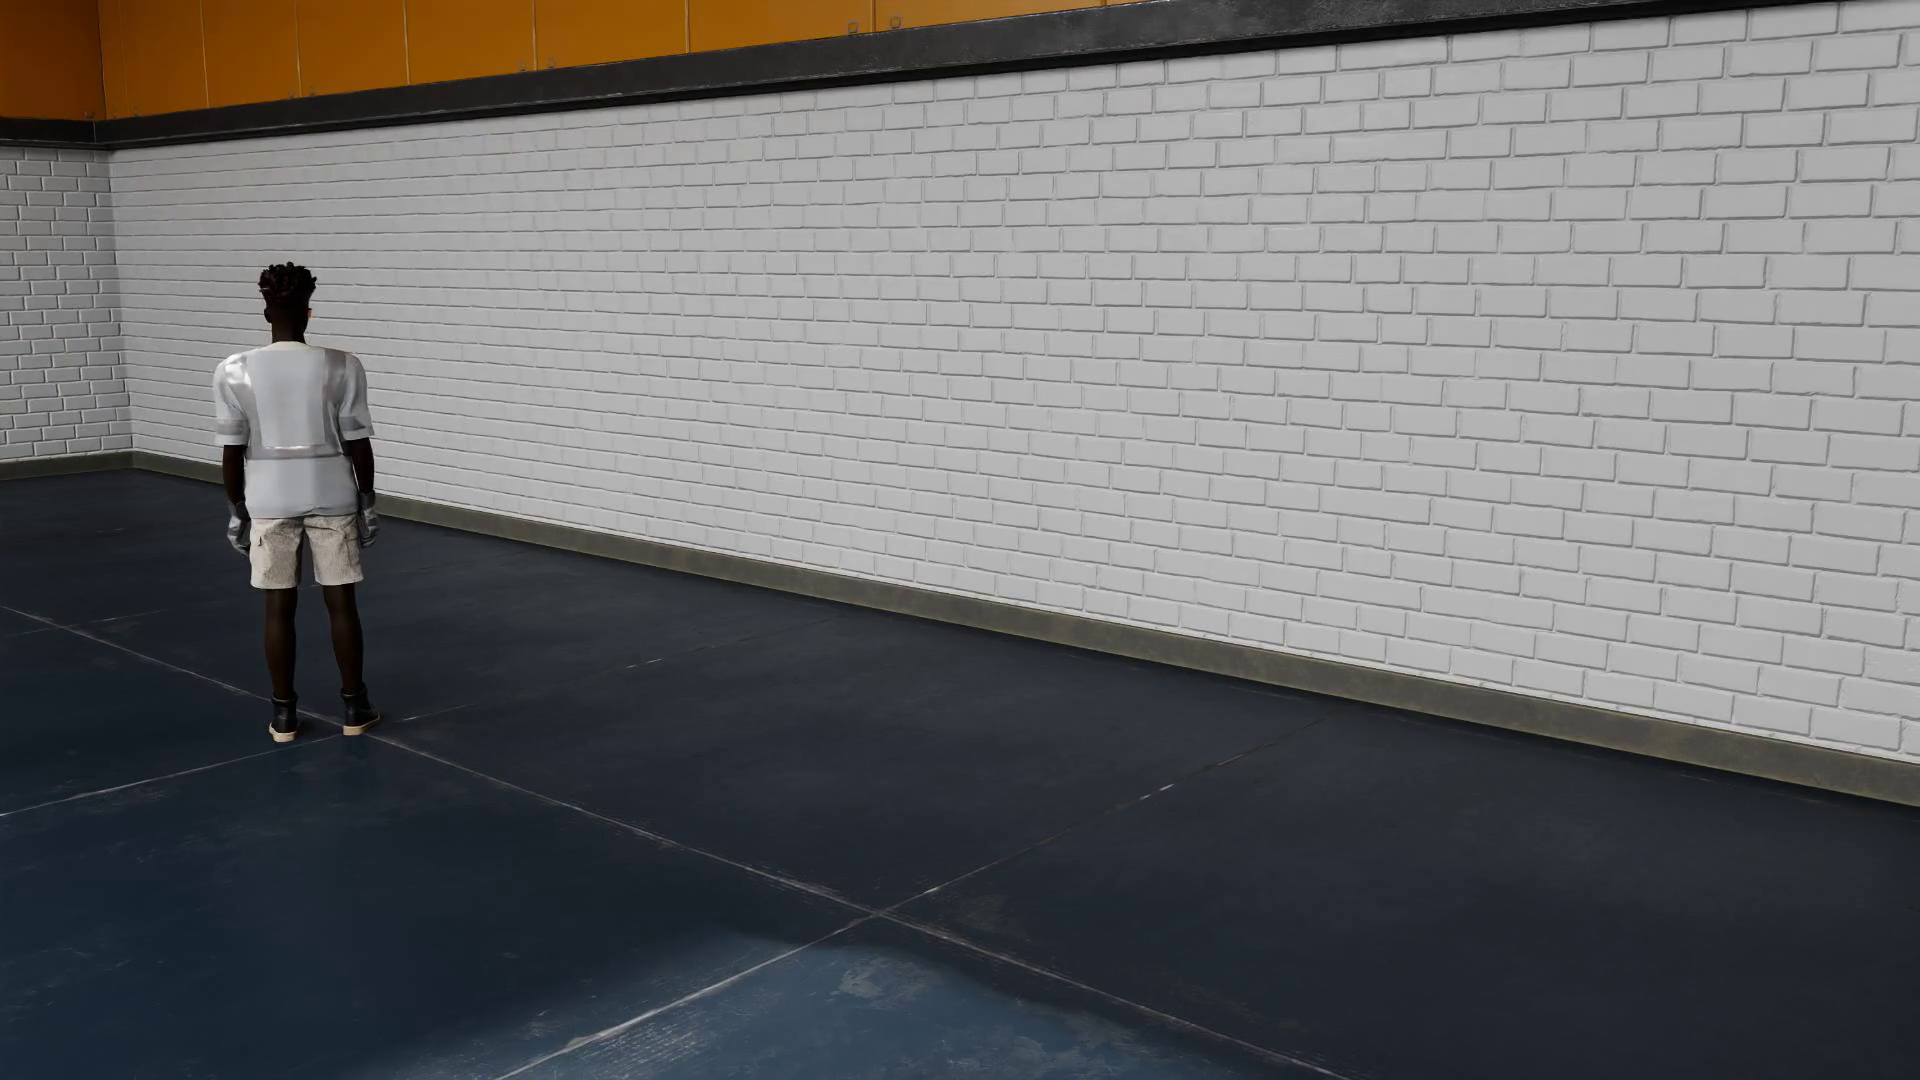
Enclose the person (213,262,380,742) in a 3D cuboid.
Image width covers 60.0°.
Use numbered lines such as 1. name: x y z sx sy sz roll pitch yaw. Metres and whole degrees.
1. person: -2.704 -0.149 6.838 0.602 1.967 0.366 -3 10 -16
